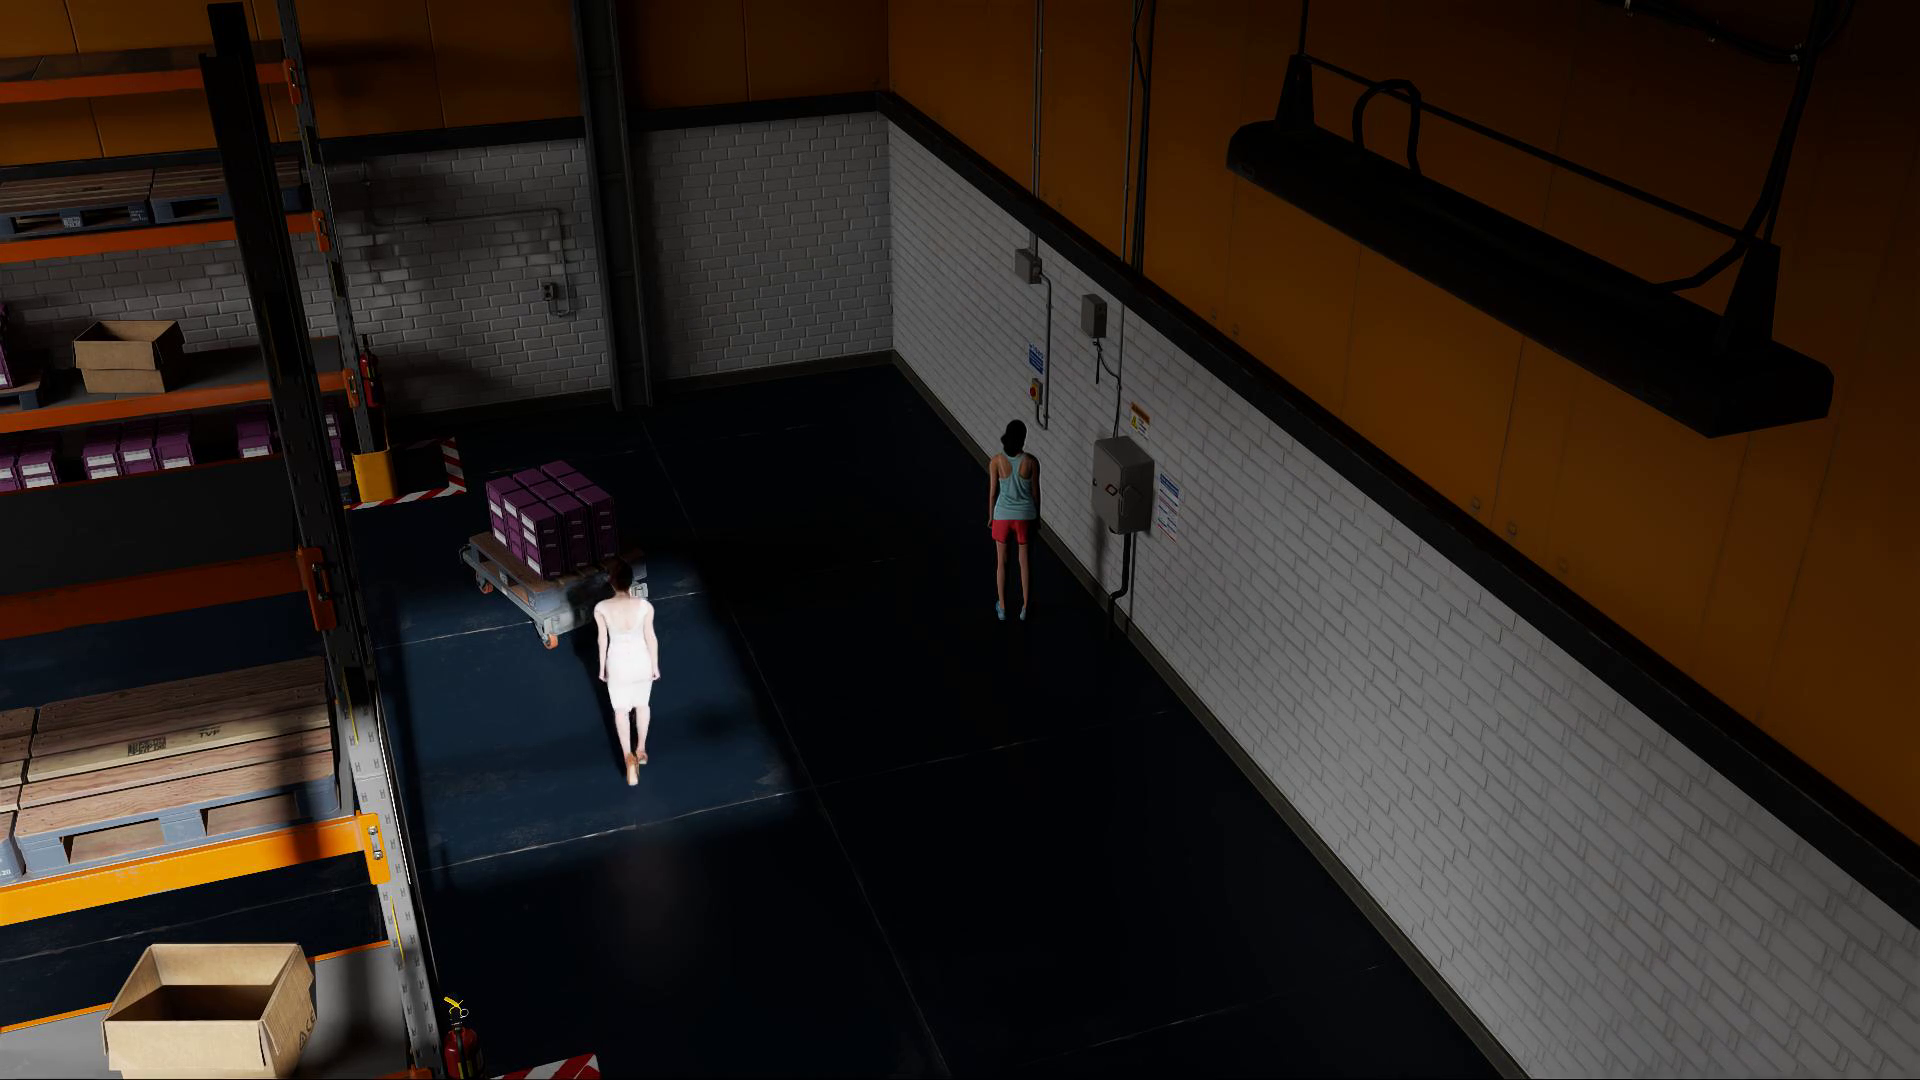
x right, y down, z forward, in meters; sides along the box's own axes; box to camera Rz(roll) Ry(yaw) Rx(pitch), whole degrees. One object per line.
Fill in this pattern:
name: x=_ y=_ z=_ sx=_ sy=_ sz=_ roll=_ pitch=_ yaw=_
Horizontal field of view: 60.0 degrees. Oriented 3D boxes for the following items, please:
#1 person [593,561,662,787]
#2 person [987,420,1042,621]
person: x=-2.304 y=0.958 z=11.524 sx=0.877 sy=1.775 sz=0.766 roll=-3 pitch=29 yaw=-6
person: x=0.445 y=-0.168 z=13.600 sx=0.620 sy=1.764 sz=0.738 roll=2 pitch=29 yaw=4
